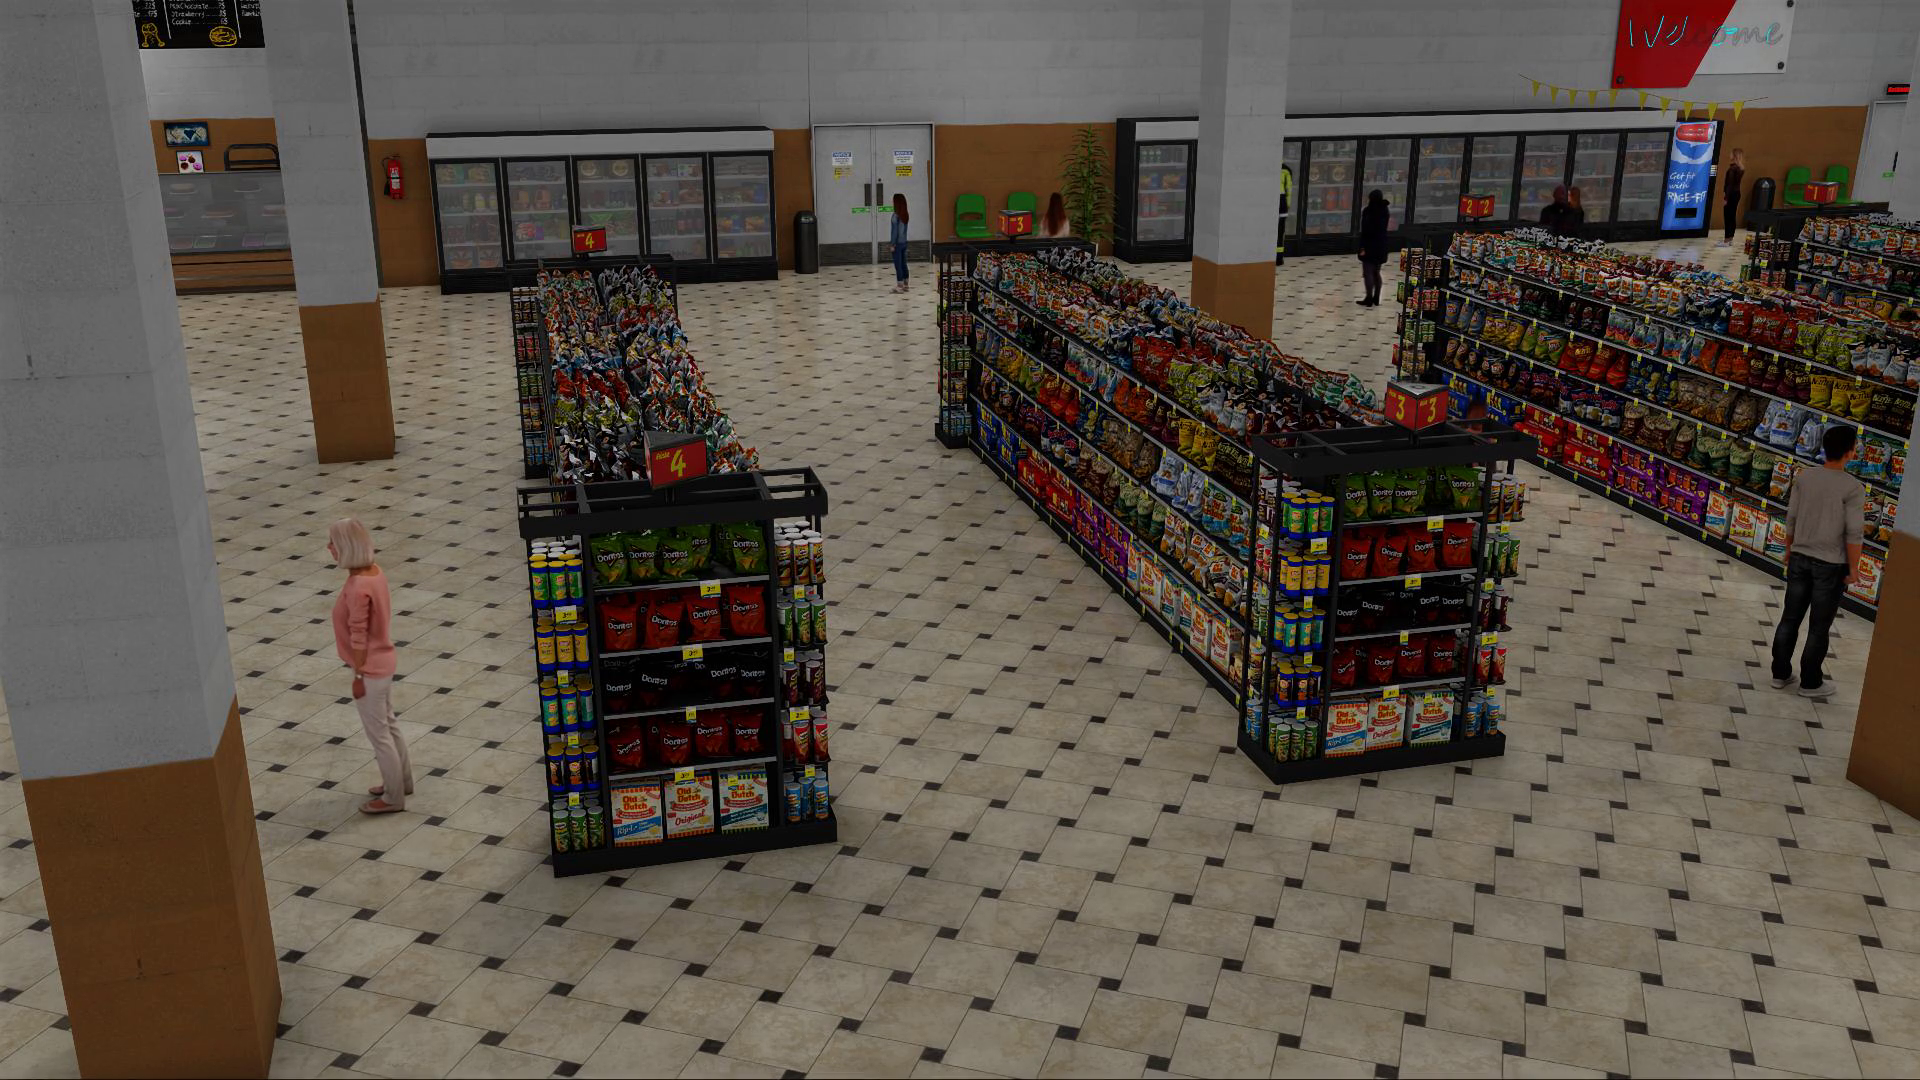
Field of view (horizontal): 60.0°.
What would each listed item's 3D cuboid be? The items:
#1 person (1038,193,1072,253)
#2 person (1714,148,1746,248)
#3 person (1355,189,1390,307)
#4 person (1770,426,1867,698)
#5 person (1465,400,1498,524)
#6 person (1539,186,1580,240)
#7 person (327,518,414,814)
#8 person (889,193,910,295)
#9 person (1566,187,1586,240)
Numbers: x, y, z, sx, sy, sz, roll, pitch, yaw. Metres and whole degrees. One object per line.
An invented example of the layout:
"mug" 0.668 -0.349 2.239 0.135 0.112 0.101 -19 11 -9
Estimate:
"person" 1.275 -3.893 22.956 0.932 1.700 1.086 6 19 16
"person" 13.604 -6.035 29.303 0.673 1.704 0.664 -17 25 -42
"person" 5.962 -4.206 23.924 0.781 1.675 0.808 -16 25 -40
"person" 5.593 0.133 10.847 0.781 1.809 0.588 -12 22 -31
"person" 4.160 -0.506 13.564 0.633 1.284 0.907 0 19 -1
"person" 8.309 -4.035 23.202 0.940 1.812 1.271 1 19 3
"person" -3.286 0.697 9.306 0.657 1.724 0.472 -4 19 -10
"person" -0.901 -4.457 24.979 0.686 1.475 0.604 8 20 21
"person" 8.890 -4.235 23.992 0.804 1.686 0.734 3 19 10
